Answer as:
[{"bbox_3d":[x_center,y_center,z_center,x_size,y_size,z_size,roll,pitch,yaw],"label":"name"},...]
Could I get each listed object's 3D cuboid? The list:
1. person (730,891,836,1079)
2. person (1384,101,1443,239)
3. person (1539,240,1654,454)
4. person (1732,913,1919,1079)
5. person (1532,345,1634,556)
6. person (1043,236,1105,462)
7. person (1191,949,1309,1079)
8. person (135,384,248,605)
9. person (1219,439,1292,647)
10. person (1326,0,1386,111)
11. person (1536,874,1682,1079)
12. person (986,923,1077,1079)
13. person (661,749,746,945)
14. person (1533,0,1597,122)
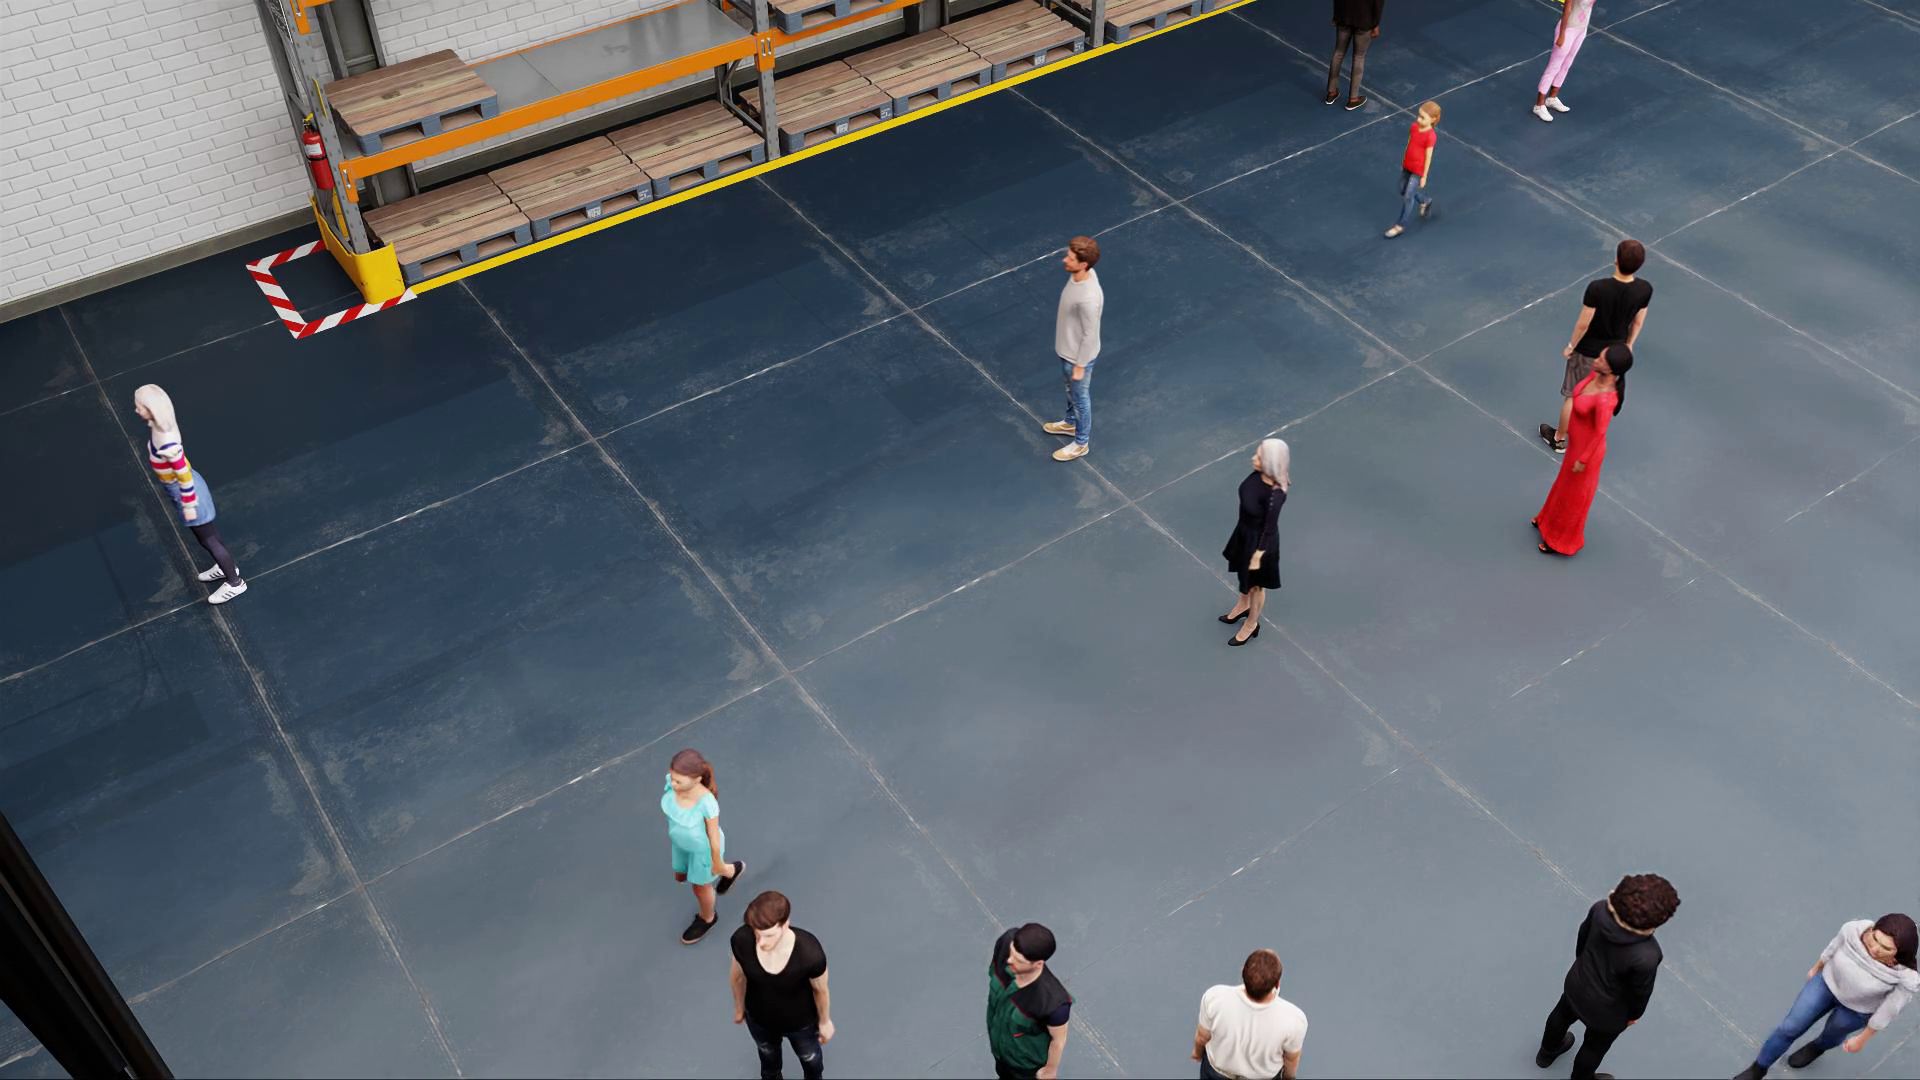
[{"bbox_3d":[-0.893,2.351,8.399,0.755,1.896,0.799,10,44,10],"label":"person"},{"bbox_3d":[4.094,-3.307,14.771,0.788,1.298,0.552,-19,47,-18],"label":"person"},{"bbox_3d":[4.768,-1.429,12.392,0.711,1.862,0.824,-2,44,-3],"label":"person"},{"bbox_3d":[4.645,2.345,8.622,0.880,1.597,0.646,-22,48,-21],"label":"person"},{"bbox_3d":[4.369,-0.637,11.617,0.795,1.783,0.740,6,44,6],"label":"person"},{"bbox_3d":[0.877,-1.437,12.368,0.740,1.905,0.750,-6,44,-6],"label":"person"},{"bbox_3d":[1.372,2.606,8.163,0.749,1.853,0.766,14,45,14],"label":"person"},{"bbox_3d":[-5.233,-0.326,11.273,0.524,1.809,0.665,-23,48,-22],"label":"person"},{"bbox_3d":[1.946,0.008,10.967,0.710,1.747,0.690,-5,44,-5],"label":"person"},{"bbox_3d":[3.877,-5.099,16.290,0.721,1.800,0.676,27,50,26],"label":"person"},{"bbox_3d":[3.307,2.295,8.541,0.648,1.781,0.657,-18,47,-18],"label":"person"},{"bbox_3d":[0.326,2.470,8.271,0.560,1.901,0.672,-24,49,-23],"label":"person"},{"bbox_3d":[-1.429,1.663,9.370,0.632,1.554,0.804,34,53,30],"label":"person"},{"bbox_3d":[5.943,-4.957,16.182,0.471,1.742,0.660,-31,52,-28],"label":"person"}]
